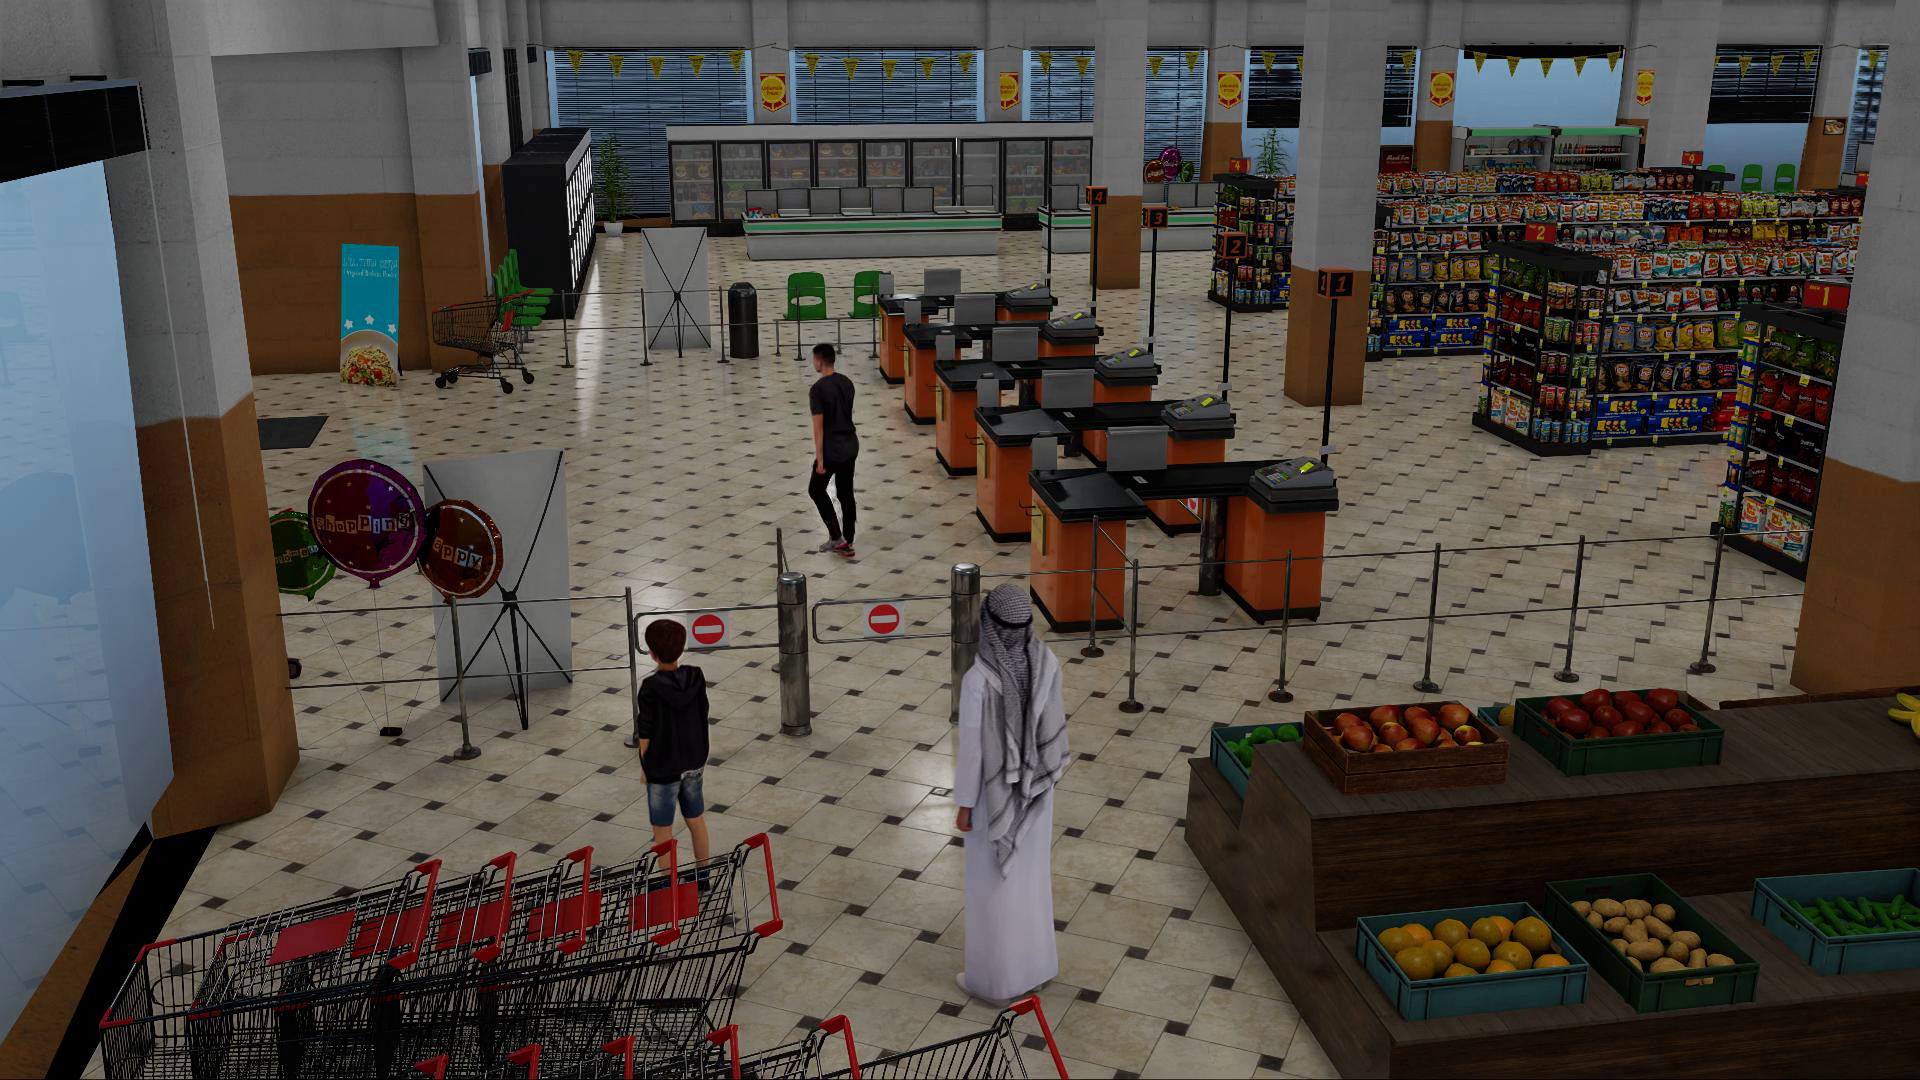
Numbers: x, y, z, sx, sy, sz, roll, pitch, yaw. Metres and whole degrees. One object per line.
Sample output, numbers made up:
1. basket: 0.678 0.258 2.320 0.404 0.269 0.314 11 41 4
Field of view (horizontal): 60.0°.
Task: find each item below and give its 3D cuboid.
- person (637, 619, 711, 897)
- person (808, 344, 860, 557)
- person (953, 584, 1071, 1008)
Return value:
1. person: -1.399 1.081 8.120 0.582 1.445 0.673 -14 22 -39
2. person: -0.926 -0.692 13.453 0.832 1.740 0.760 14 22 39
3. person: 0.212 1.104 7.216 0.731 1.927 0.843 -12 20 -33
